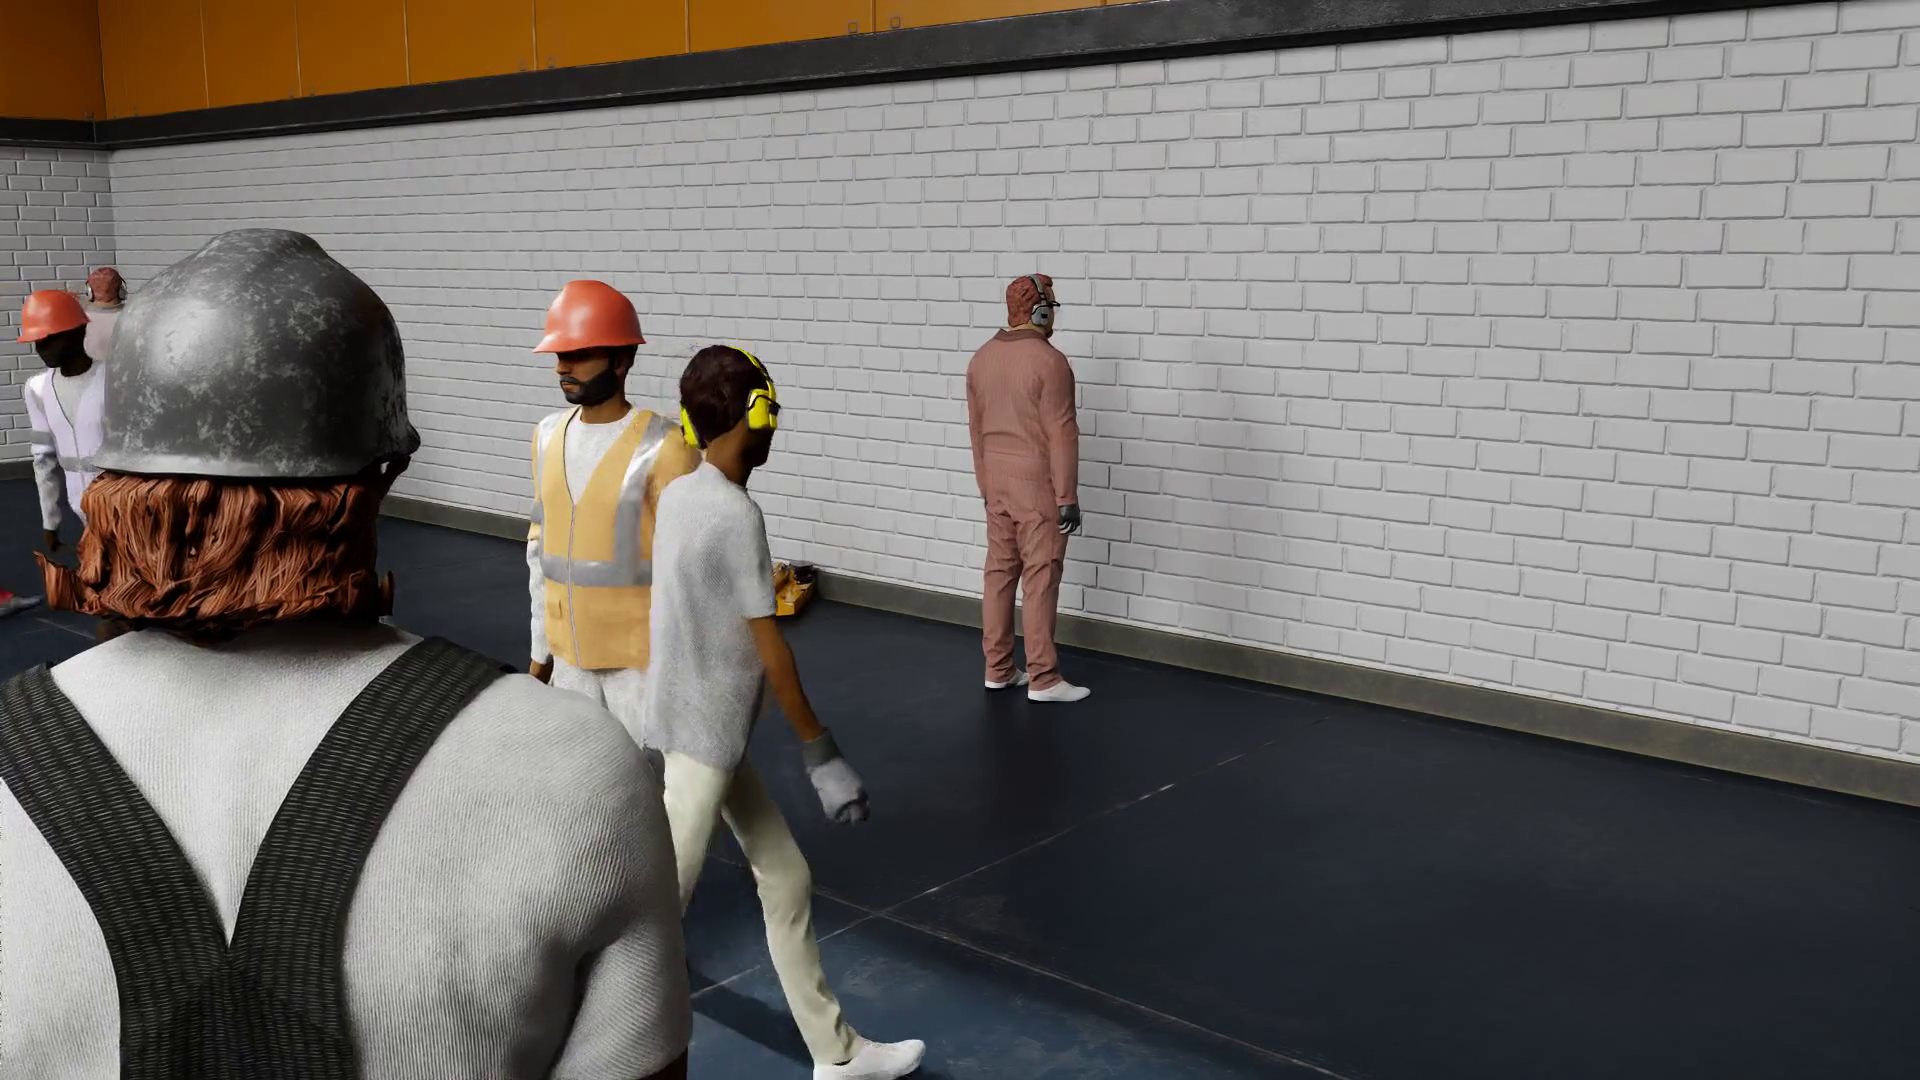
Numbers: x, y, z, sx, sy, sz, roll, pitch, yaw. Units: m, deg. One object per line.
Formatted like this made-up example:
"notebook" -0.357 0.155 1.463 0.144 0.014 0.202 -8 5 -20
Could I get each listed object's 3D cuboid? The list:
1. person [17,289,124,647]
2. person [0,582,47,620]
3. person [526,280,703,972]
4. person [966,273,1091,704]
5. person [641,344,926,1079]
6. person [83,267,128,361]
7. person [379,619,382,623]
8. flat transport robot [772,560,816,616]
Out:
"person" -3.691 -0.163 7.264 0.586 1.860 1.025 2 10 13
"person" -5.348 -0.365 8.751 0.800 1.733 0.552 -3 10 -16
"person" -0.944 0.284 4.453 0.542 1.939 0.368 5 11 27
"person" 0.322 -0.228 7.456 0.406 1.911 0.639 -8 13 -38
"person" -0.558 0.473 3.766 0.959 1.812 0.542 -3 10 -16
"person" -5.391 -0.789 10.677 0.636 1.902 0.405 -5 11 -26
"person" -3.215 -0.313 7.979 1.020 1.885 0.610 0 10 1
"flat transport robot" -1.579 0.250 9.391 1.431 0.197 0.652 1 10 5
